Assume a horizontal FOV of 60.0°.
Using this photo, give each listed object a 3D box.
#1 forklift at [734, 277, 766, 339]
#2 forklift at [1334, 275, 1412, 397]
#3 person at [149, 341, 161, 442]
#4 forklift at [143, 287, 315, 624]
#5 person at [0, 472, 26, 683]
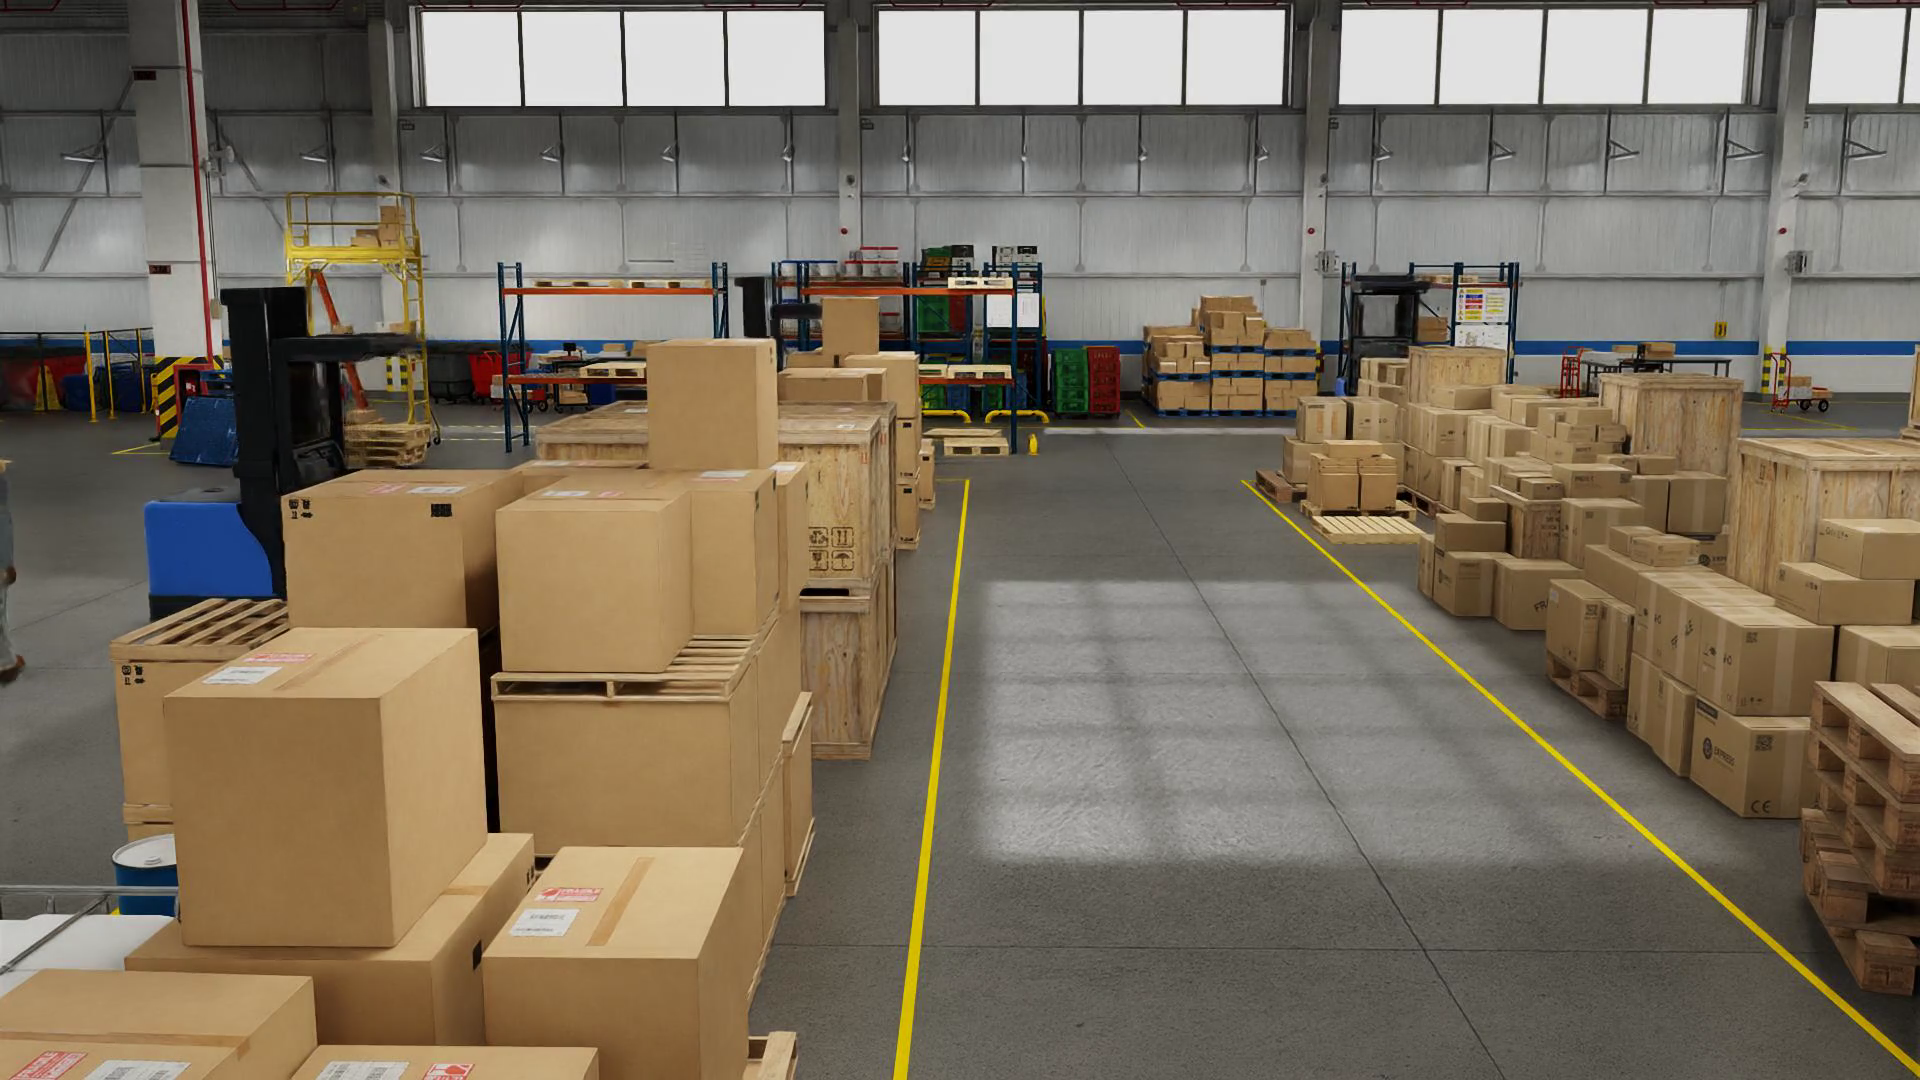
[{"bbox_3d":[-2.966,-2.392,23.964,1.873,2.768,1.129,-1,10,-6],"label":"forklift"},{"bbox_3d":[6.842,-2.942,27.257,1.129,2.768,1.873,0,9,1],"label":"forklift"},{"bbox_3d":[-13.293,-2.604,28.170,0.865,1.905,0.544,-3,10,-20],"label":"person"},{"bbox_3d":[-5.734,-0.714,13.915,1.873,2.768,1.129,0,9,1],"label":"forklift"},{"bbox_3d":[-6.972,0.131,11.750,0.655,1.906,0.900,-2,10,-14],"label":"person"}]
